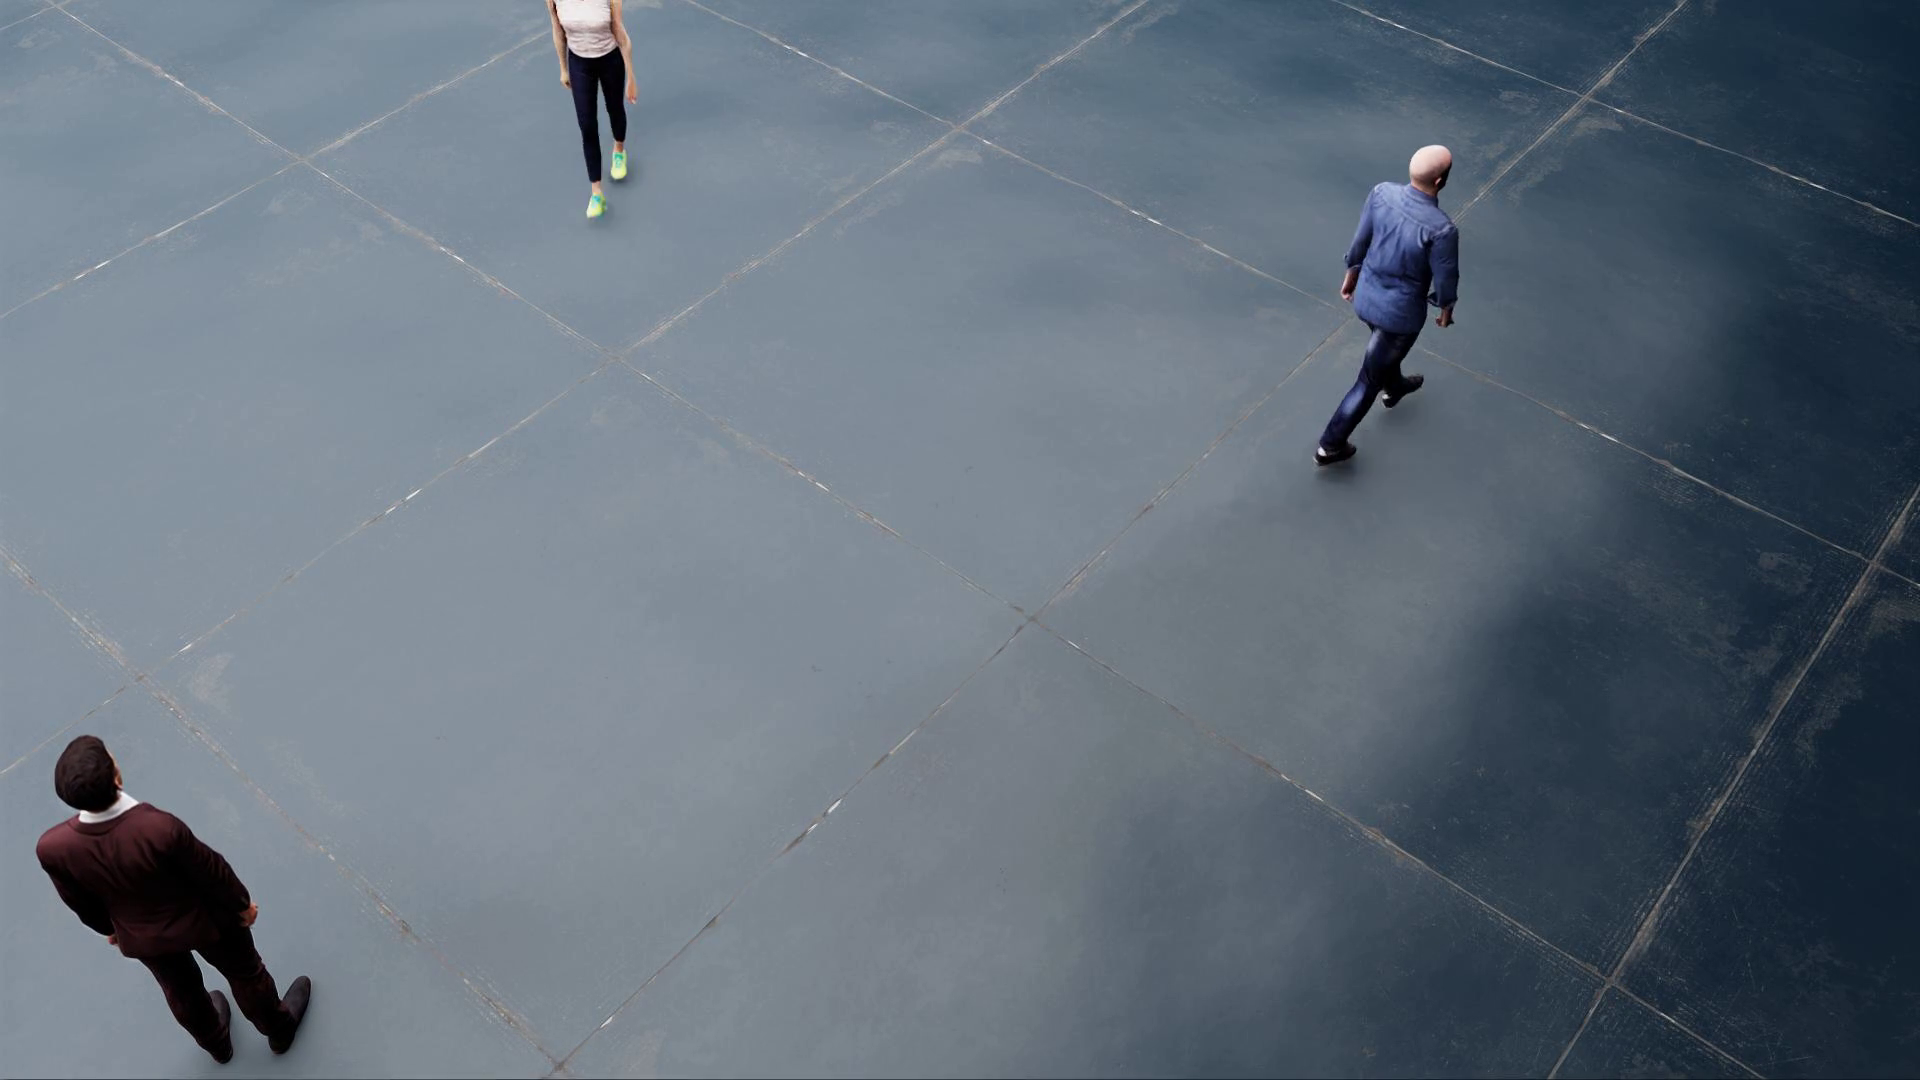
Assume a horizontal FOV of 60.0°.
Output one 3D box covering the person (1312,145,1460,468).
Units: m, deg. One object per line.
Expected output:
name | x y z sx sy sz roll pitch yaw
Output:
person | 2.088 -1.105 8.258 1.246 1.778 0.925 -28 53 -23

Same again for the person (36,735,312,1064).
person | -2.818 1.333 5.945 0.751 1.864 0.836 -8 48 -7

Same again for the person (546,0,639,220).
person | -2.160 -2.876 9.967 1.047 1.672 1.122 -2 47 -2
